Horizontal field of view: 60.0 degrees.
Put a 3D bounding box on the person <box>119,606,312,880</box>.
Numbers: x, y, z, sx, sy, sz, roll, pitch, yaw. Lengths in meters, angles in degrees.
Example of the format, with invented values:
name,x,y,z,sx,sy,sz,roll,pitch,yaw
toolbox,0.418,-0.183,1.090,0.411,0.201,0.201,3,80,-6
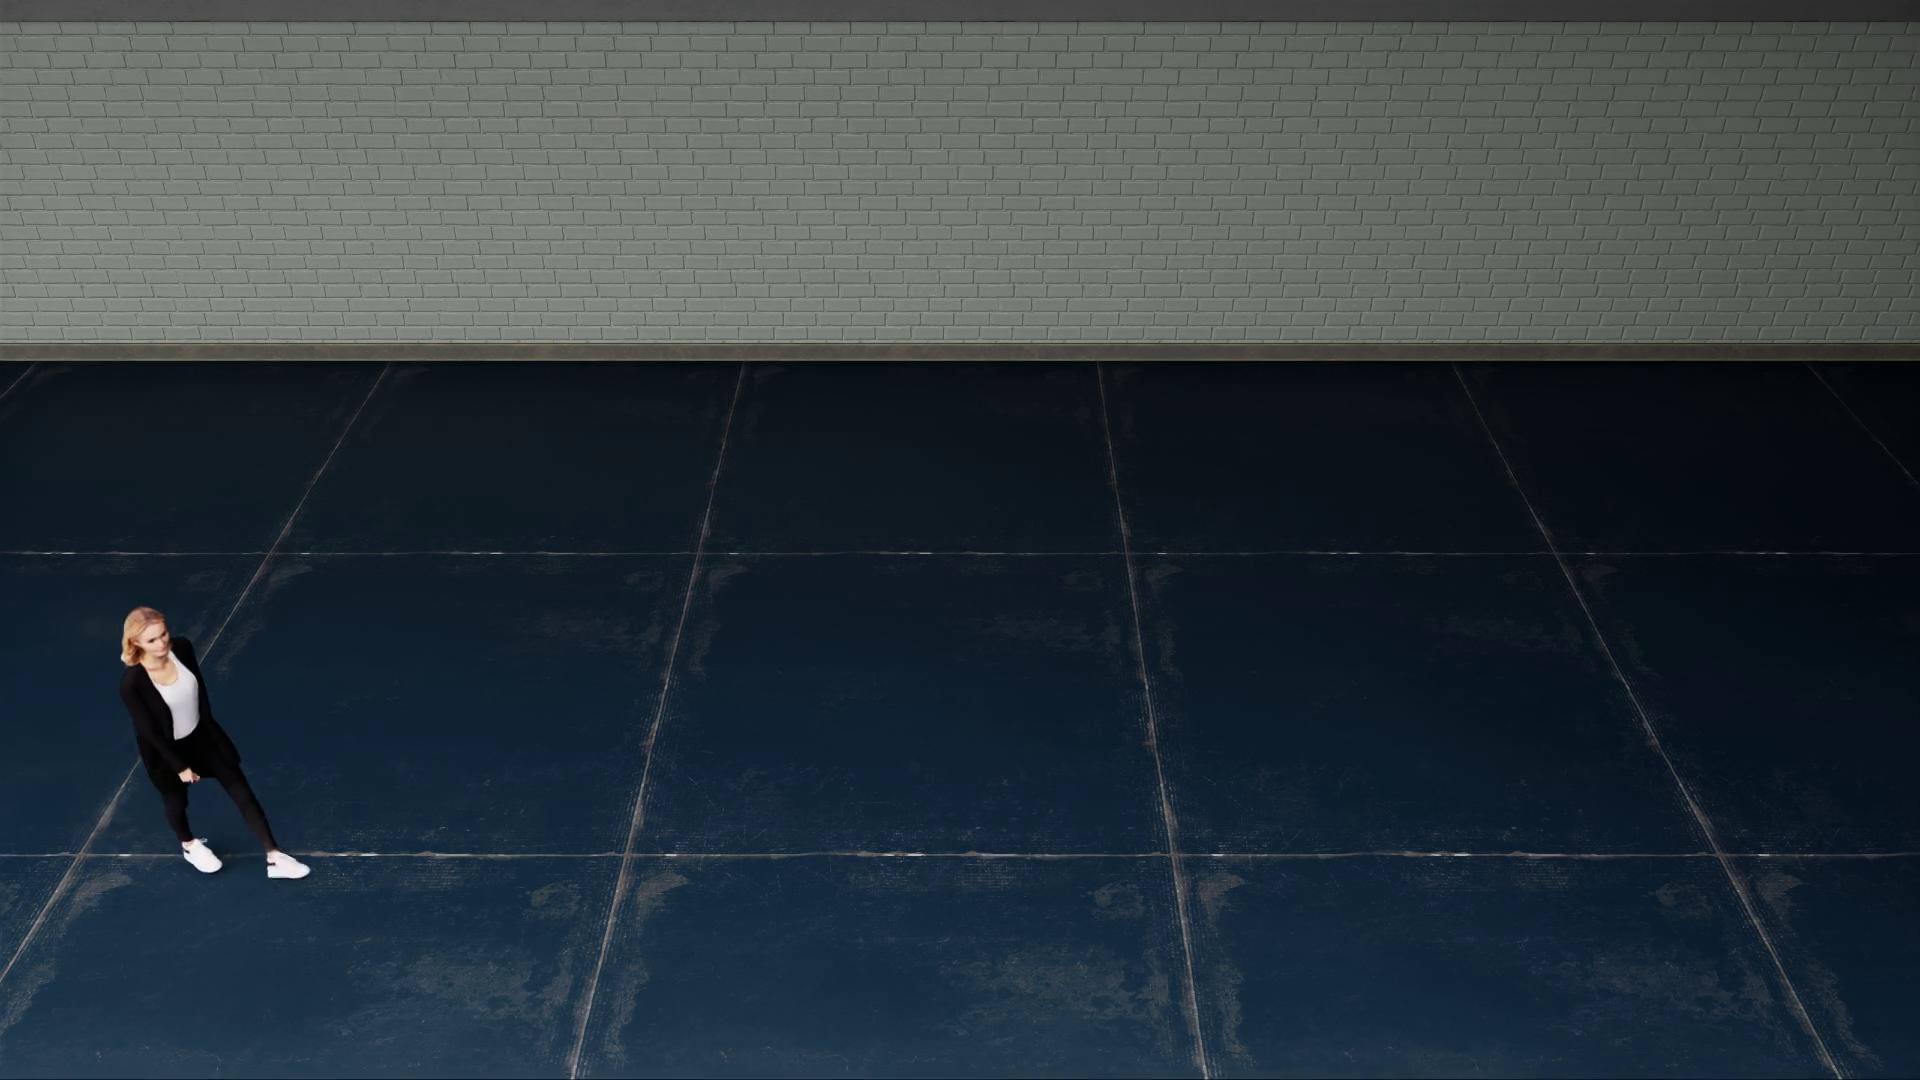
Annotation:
name,x,y,z,sx,sy,sz,roll,pitch,yaw
person,-4.060,1.054,8.535,1.002,1.767,1.079,16,36,22
